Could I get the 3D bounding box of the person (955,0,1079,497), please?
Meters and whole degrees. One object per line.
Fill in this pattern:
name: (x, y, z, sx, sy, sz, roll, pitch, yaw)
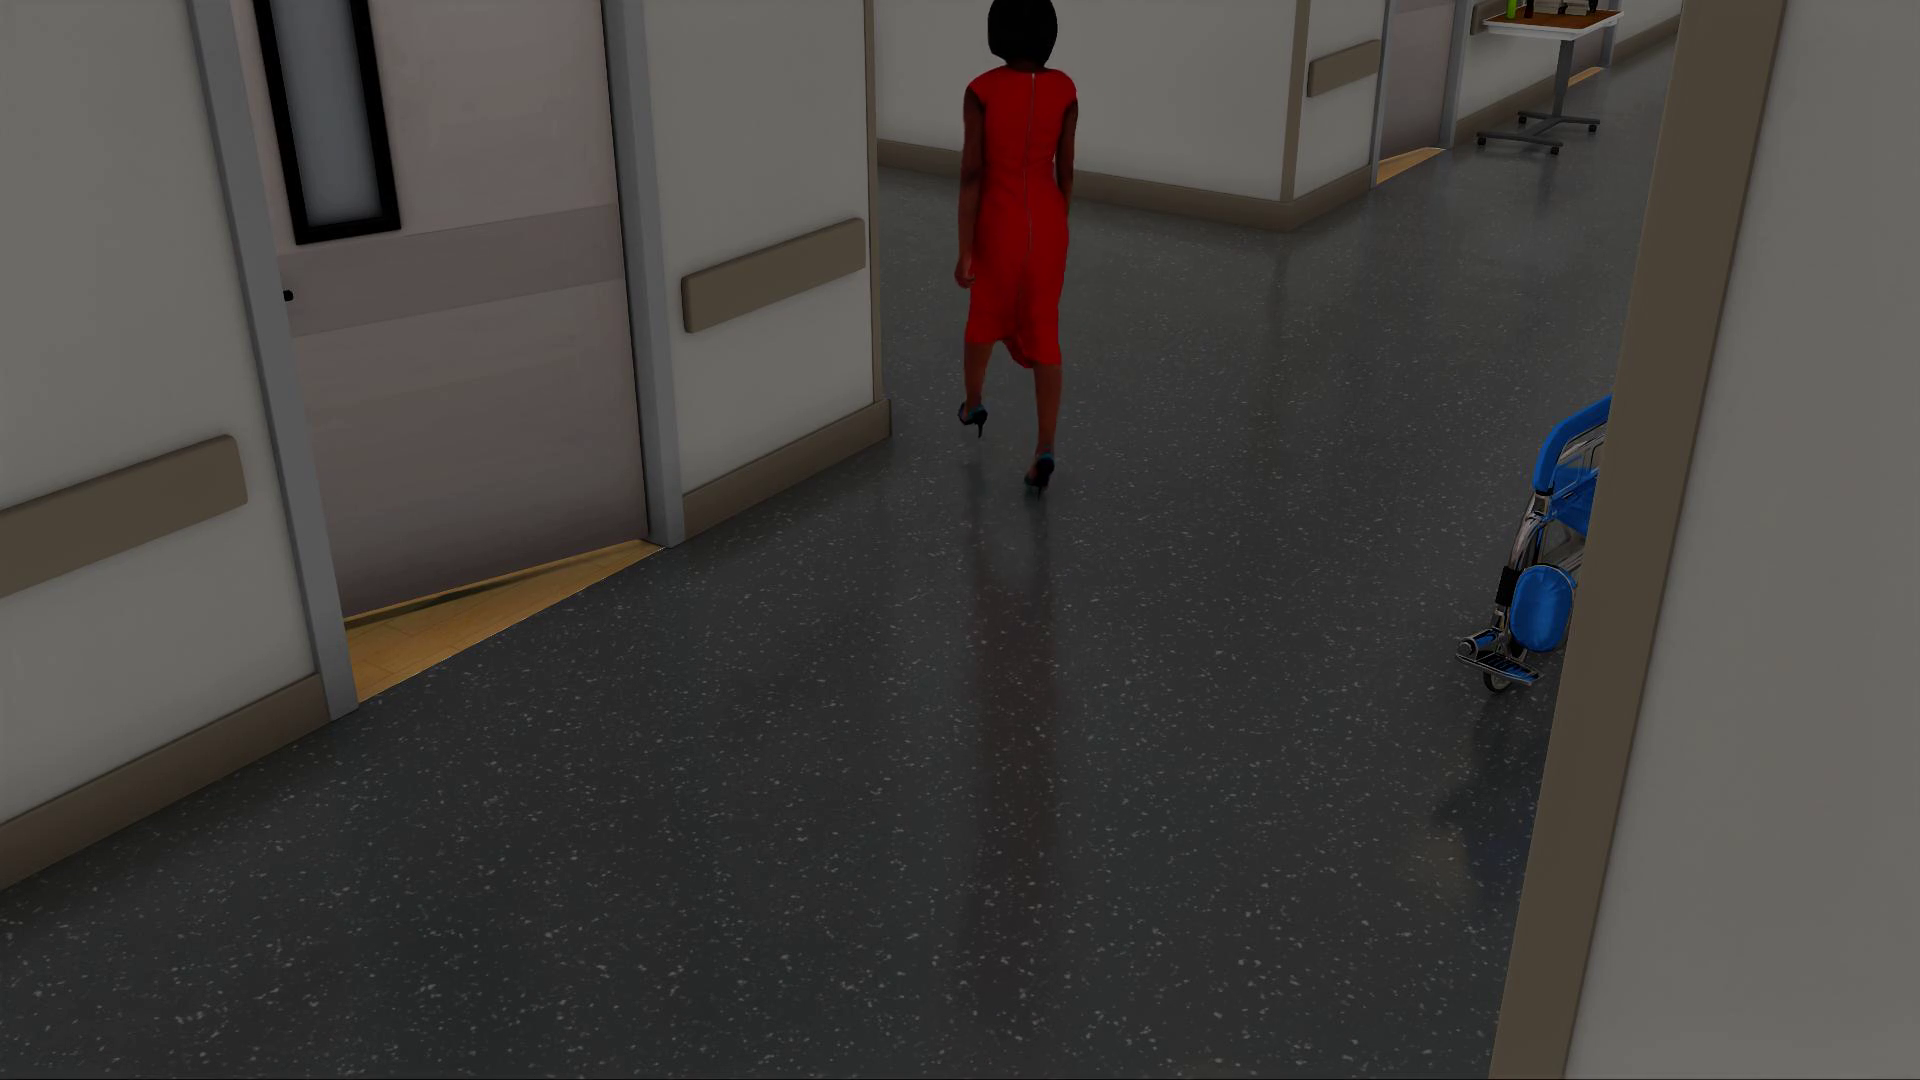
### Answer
person: (0.224, -0.981, 5.749, 1.037, 1.711, 1.073, -6, 26, -12)
